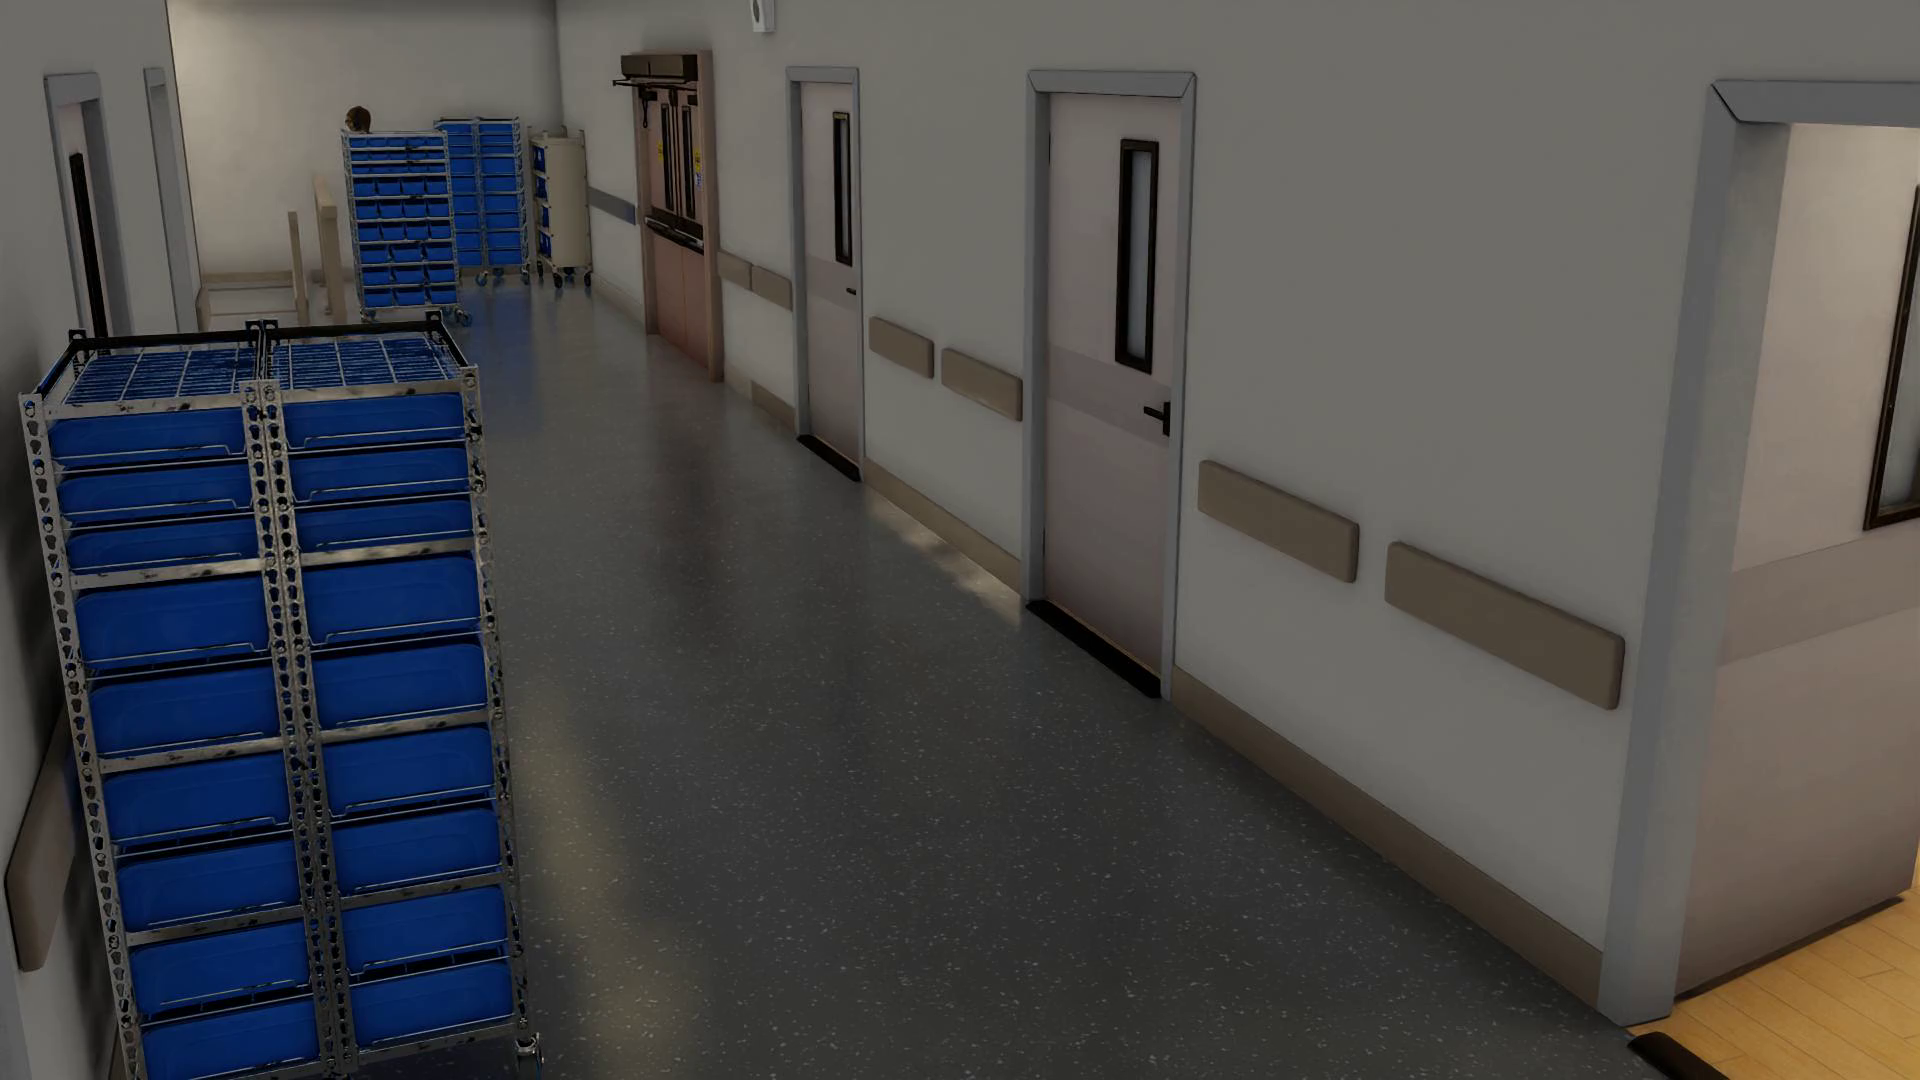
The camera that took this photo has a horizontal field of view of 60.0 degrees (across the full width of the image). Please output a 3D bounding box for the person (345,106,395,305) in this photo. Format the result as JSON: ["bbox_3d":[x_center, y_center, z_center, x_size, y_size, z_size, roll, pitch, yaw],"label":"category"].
[{"bbox_3d":[-5.794,-3.274,16.368,0.362,1.938,0.631,-2,16,-6],"label":"person"}]
